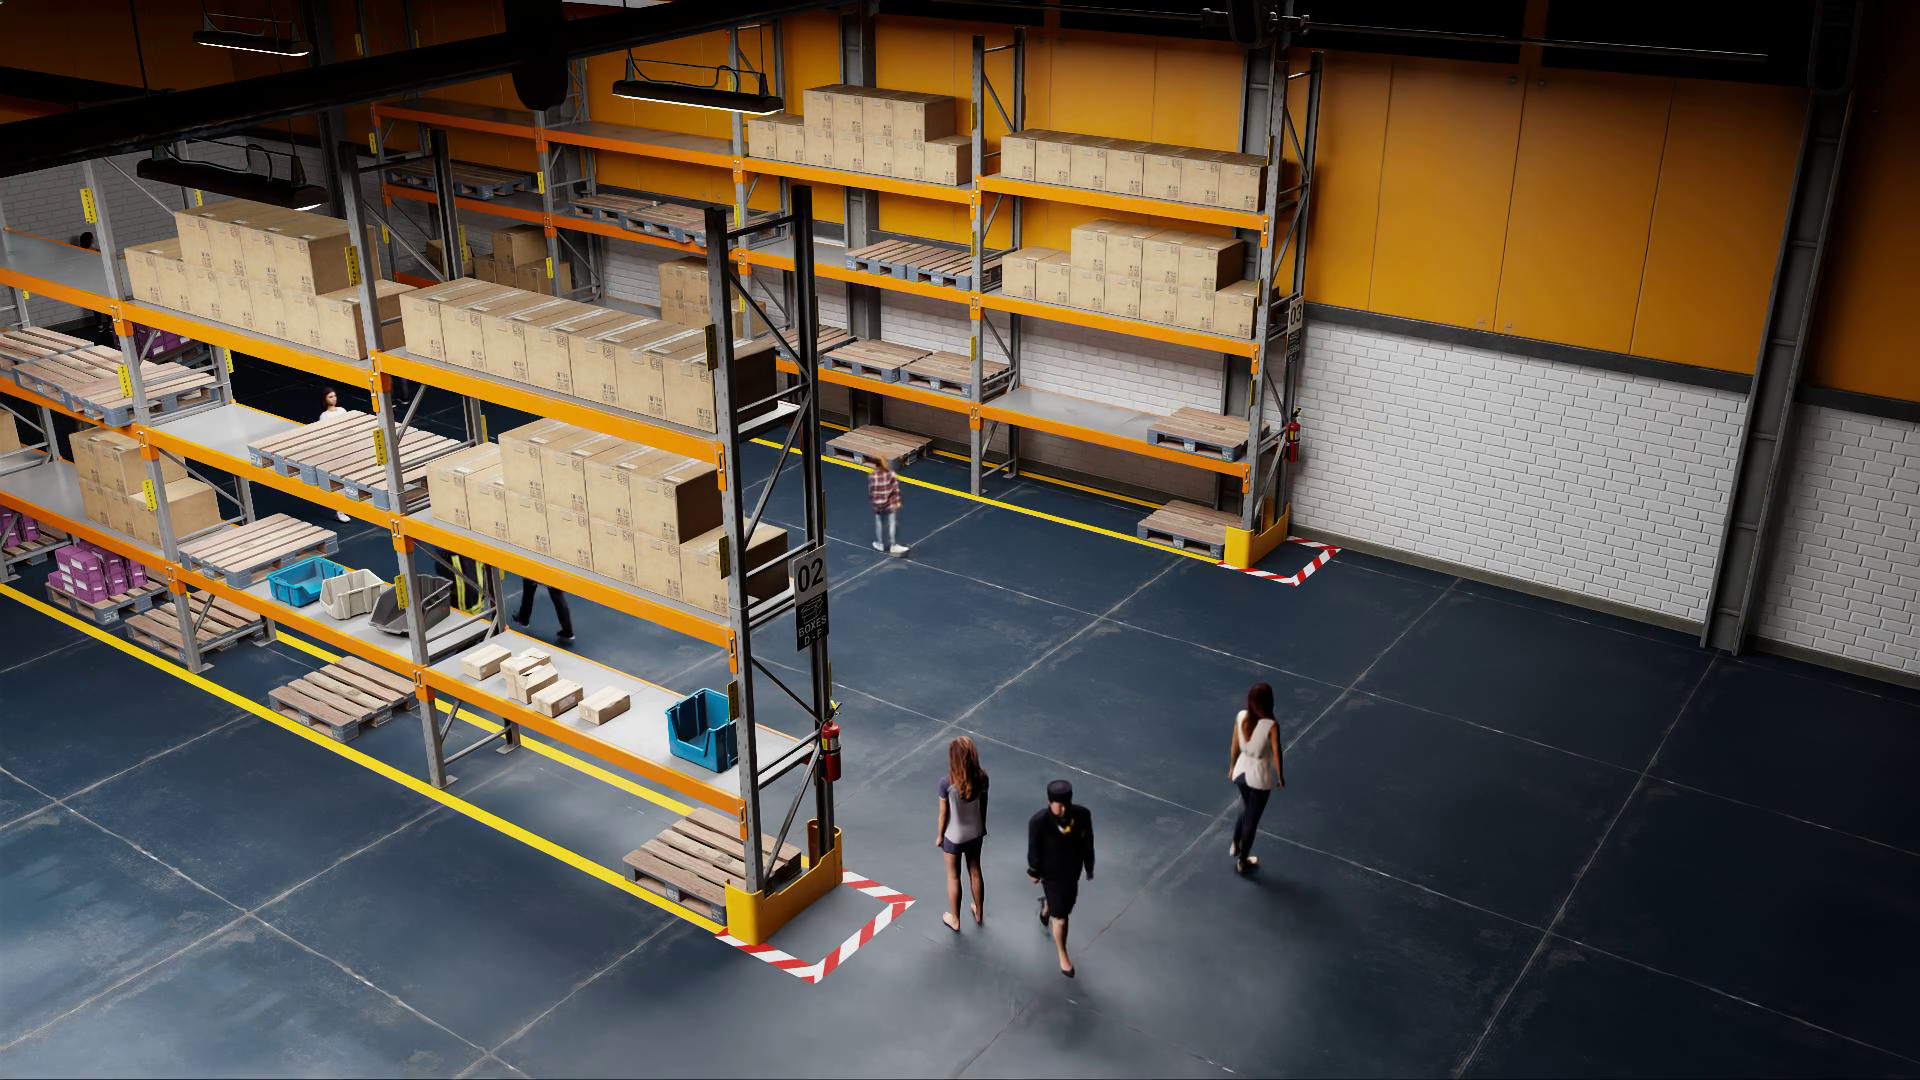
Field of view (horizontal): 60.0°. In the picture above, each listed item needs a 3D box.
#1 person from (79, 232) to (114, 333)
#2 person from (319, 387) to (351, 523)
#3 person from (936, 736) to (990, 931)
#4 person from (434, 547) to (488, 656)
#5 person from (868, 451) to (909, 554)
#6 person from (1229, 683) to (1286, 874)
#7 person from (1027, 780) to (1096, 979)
[{"bbox_3d":[-15.209,-4.550,29.302,0.637,1.769,0.752,3,24,6],"label":"person"},{"bbox_3d":[-8.038,-1.119,21.447,0.590,1.774,0.636,9,25,20],"label":"person"},{"bbox_3d":[0.024,2.377,13.505,0.688,1.730,0.701,-11,26,-23],"label":"person"},{"bbox_3d":[-5.224,0.520,17.646,0.880,1.815,0.778,19,30,37],"label":"person"},{"bbox_3d":[-0.907,-0.459,20.539,0.568,1.292,0.783,11,26,23],"label":"person"},{"bbox_3d":[2.444,2.065,14.163,0.717,1.775,0.584,-20,30,-38],"label":"person"},{"bbox_3d":[0.778,2.582,13.146,1.032,1.641,1.166,-9,25,-19],"label":"person"}]
